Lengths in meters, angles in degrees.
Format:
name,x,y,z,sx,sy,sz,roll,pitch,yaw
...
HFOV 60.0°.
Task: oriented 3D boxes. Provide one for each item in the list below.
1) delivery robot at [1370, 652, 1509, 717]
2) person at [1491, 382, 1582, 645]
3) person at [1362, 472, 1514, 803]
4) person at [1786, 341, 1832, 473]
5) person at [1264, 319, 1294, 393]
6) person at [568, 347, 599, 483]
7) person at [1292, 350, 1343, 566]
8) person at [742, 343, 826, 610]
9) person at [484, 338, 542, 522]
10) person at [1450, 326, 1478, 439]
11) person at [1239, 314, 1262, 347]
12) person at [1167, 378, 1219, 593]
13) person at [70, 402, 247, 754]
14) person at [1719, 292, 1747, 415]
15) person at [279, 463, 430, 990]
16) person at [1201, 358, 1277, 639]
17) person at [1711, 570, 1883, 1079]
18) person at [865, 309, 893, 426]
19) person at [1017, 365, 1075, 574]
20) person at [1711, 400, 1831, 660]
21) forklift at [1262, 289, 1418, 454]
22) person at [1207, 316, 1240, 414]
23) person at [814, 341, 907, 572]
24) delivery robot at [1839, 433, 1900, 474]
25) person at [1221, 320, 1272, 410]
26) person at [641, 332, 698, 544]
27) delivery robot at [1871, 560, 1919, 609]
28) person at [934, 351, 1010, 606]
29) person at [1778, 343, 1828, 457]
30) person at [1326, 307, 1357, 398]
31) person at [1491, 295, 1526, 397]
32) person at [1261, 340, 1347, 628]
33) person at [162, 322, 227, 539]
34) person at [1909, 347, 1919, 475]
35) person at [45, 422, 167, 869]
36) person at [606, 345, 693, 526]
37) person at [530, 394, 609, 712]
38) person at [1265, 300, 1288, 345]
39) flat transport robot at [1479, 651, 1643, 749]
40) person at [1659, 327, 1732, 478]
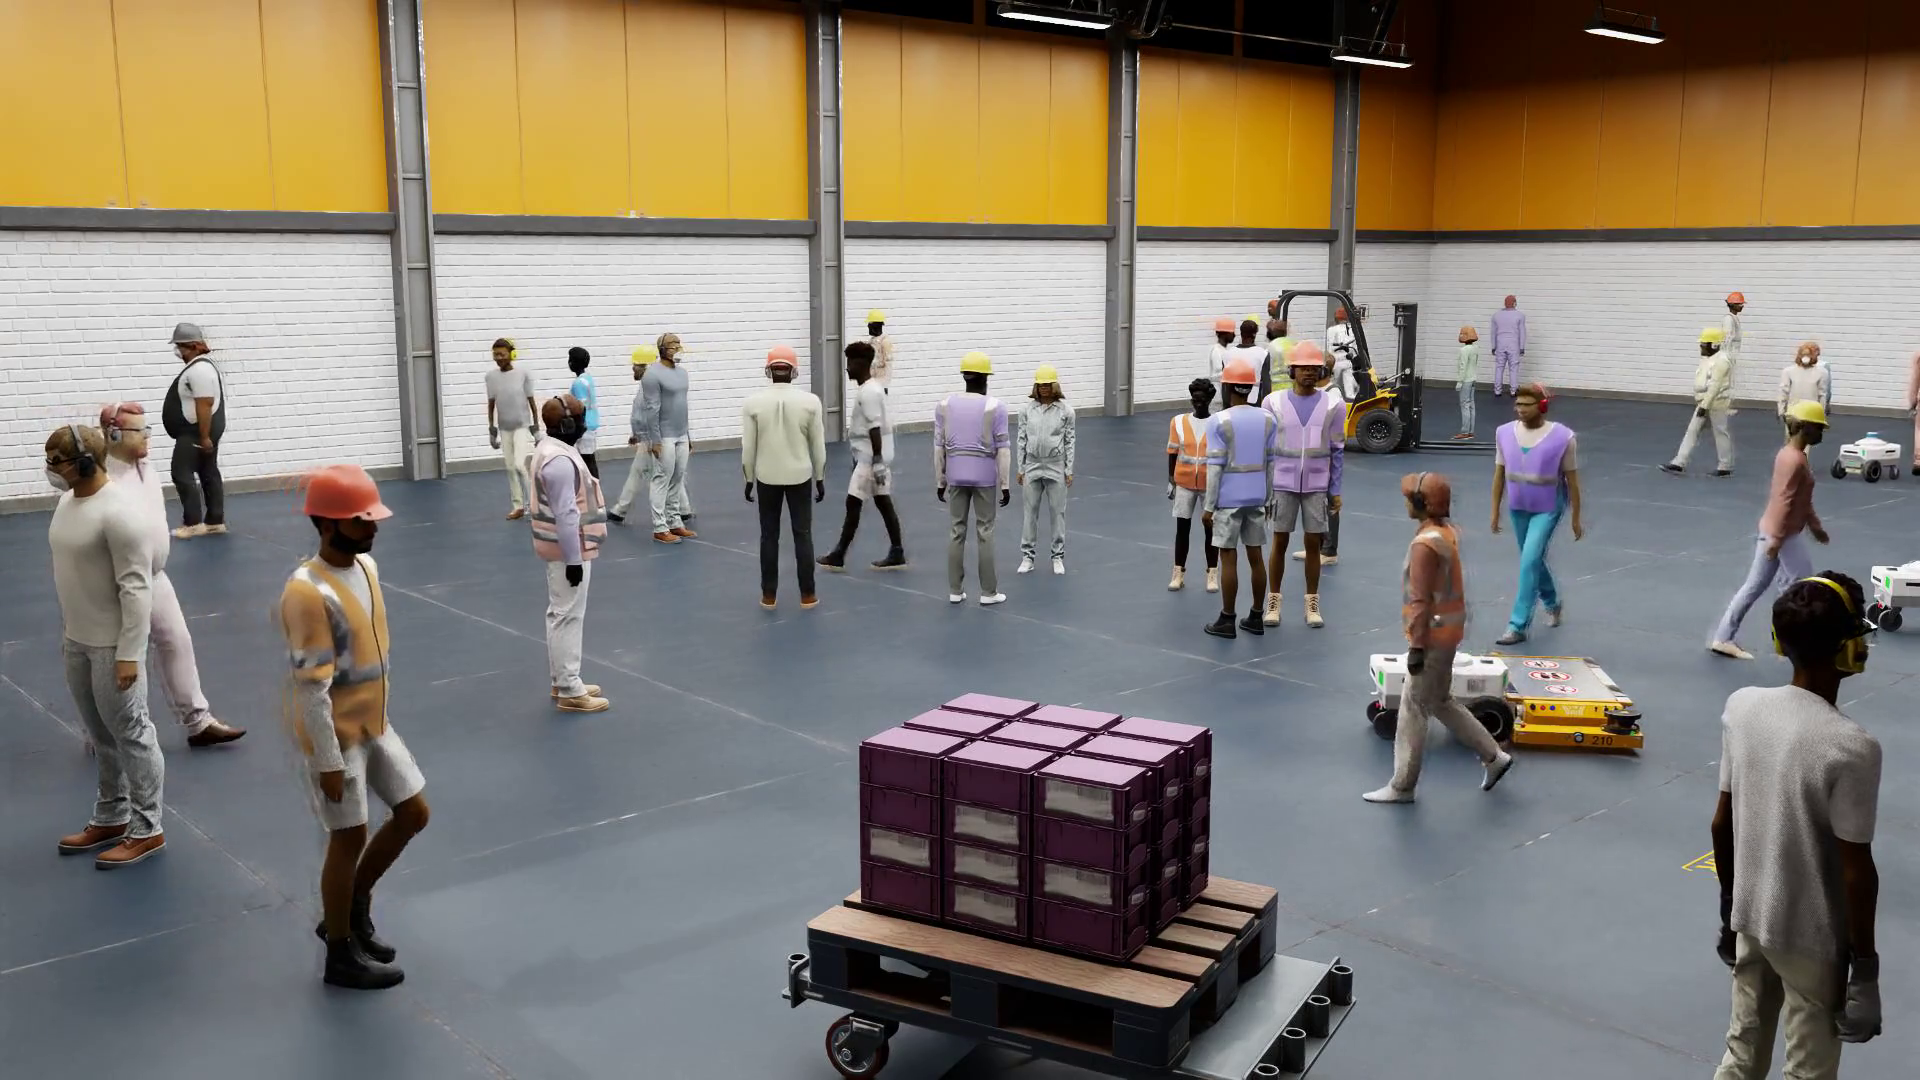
name,x,y,z,sx,sy,sz,roll,pitch,yaw
delivery robot,2.622,0.763,9.140,0.707,0.478,0.477,1,10,6
person,4.021,-0.210,11.523,0.956,1.794,0.602,-9,13,-42
person,2.335,0.477,7.992,0.627,1.617,0.536,3,10,19
person,10.368,-1.628,20.378,0.720,1.587,0.563,-5,11,-28
person,4.227,-1.993,21.892,0.825,1.818,0.634,8,12,39
person,-3.947,-1.175,17.426,0.317,1.695,0.540,-1,10,-4
person,3.083,-0.698,14.199,0.326,1.843,0.515,-2,10,-10
person,-1.312,-0.470,12.434,0.622,1.990,0.402,-1,10,-4
person,-4.439,-1.091,16.559,0.533,1.833,0.509,1,10,8
person,7.299,-2.265,23.990,0.286,1.633,0.499,7,12,37
person,4.366,-2.517,25.097,0.329,1.762,0.523,-2,10,-12
person,1.879,-0.429,13.070,0.533,1.692,0.319,3,10,15
person,-4.217,0.223,8.698,0.862,1.873,0.680,1,10,4
person,12.843,-3.102,27.694,0.374,2.044,0.605,5,11,27
person,-2.155,0.675,5.938,0.410,1.918,0.561,1,10,7
person,1.914,-0.286,11.511,0.545,1.939,0.373,-4,10,-22
person,2.102,1.000,4.170,0.328,1.877,0.514,-3,10,-17
person,-1.099,-2.127,22.318,0.370,1.929,0.585,-5,11,-25
person,0.708,-0.581,13.809,0.484,1.745,0.296,2,10,9
person,5.352,-0.037,10.724,0.885,1.706,0.525,3,10,19
forklift,5.034,-2.339,22.783,2.313,2.155,1.214,3,10,16
person,3.162,-1.741,20.122,0.582,1.932,0.551,3,10,15
person,-0.864,-0.688,13.887,0.892,1.927,0.626,1,10,4
delivery robot,10.732,-1.024,19.606,0.707,0.478,0.477,-5,11,-26
person,3.259,-1.546,18.966,0.589,1.915,0.393,5,11,28
person,-2.672,-0.942,15.357,0.372,1.940,0.630,4,10,21
delivery robot,6.851,0.318,11.748,0.707,0.478,0.477,2,10,11
person,0.102,-0.464,12.595,0.594,1.922,0.375,3,10,19
person,10.095,-1.562,19.945,0.508,1.607,0.718,5,11,28
person,6.008,-2.759,26.324,0.588,1.824,1.001,-3,10,-15
person,10.282,-3.629,31.177,0.640,1.910,0.401,7,12,36
person,2.422,-0.393,11.821,0.606,2.048,0.366,1,10,7
person,-7.258,-1.042,15.643,0.640,2.000,0.692,-3,10,-18
person,11.598,-1.656,19.673,0.655,1.891,0.451,6,11,32
person,-3.718,0.450,7.217,0.627,1.935,0.371,8,12,38
person,-3.074,-1.008,16.191,0.968,1.767,0.594,-1,10,-6
person,-2.270,0.072,9.690,0.429,1.846,0.633,-3,10,-18
person,5.447,-3.205,28.755,0.339,1.884,0.581,-3,10,-20
flat transport robot,3.393,0.889,9.507,0.652,0.197,1.431,2,10,9
person,8.783,-1.618,19.718,0.889,1.789,0.590,0,10,1
